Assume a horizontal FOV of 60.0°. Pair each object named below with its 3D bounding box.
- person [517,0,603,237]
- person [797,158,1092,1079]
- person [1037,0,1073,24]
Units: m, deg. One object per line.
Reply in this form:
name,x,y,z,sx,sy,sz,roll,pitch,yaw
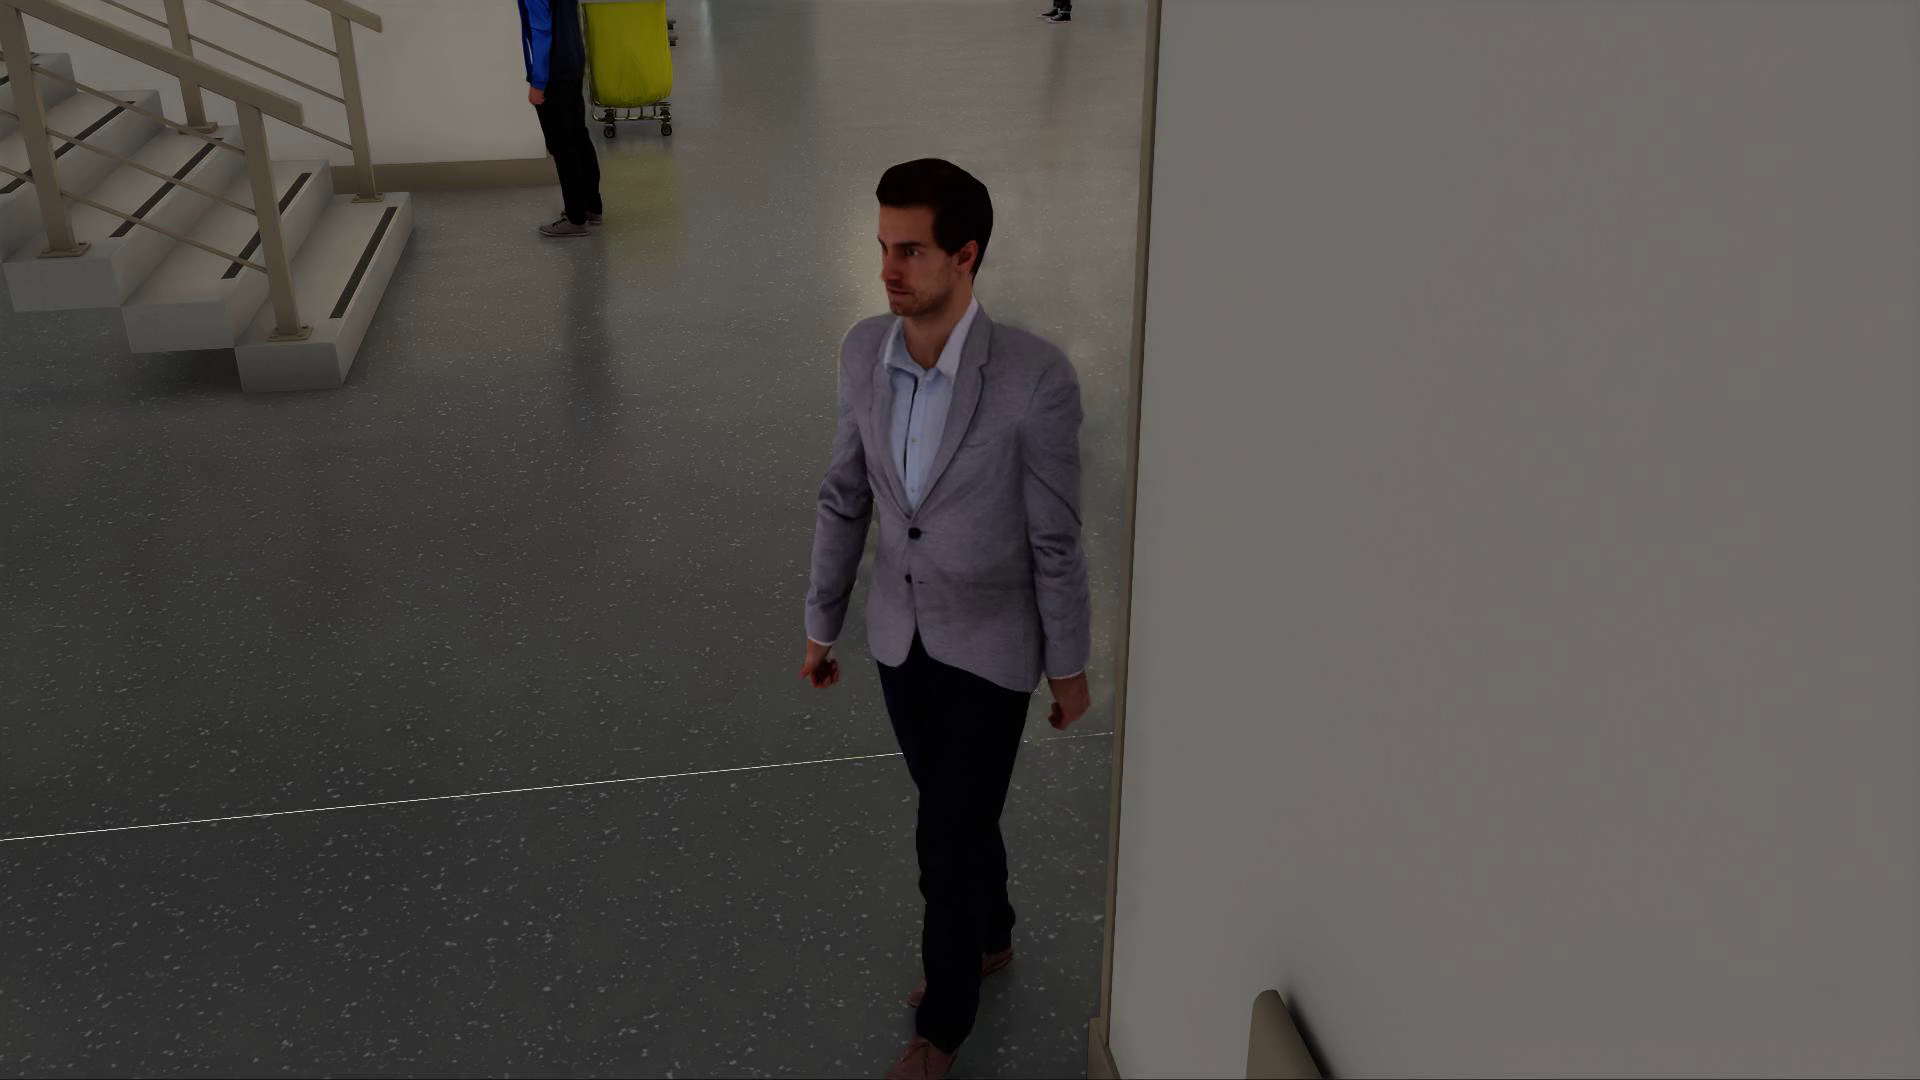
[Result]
person,-2.163,-2.532,8.919,0.665,1.758,0.703,5,26,11
person,0.051,0.166,3.243,0.963,1.828,1.029,20,32,35
person,0.940,-5.827,15.738,0.525,1.769,0.594,-4,26,-8
